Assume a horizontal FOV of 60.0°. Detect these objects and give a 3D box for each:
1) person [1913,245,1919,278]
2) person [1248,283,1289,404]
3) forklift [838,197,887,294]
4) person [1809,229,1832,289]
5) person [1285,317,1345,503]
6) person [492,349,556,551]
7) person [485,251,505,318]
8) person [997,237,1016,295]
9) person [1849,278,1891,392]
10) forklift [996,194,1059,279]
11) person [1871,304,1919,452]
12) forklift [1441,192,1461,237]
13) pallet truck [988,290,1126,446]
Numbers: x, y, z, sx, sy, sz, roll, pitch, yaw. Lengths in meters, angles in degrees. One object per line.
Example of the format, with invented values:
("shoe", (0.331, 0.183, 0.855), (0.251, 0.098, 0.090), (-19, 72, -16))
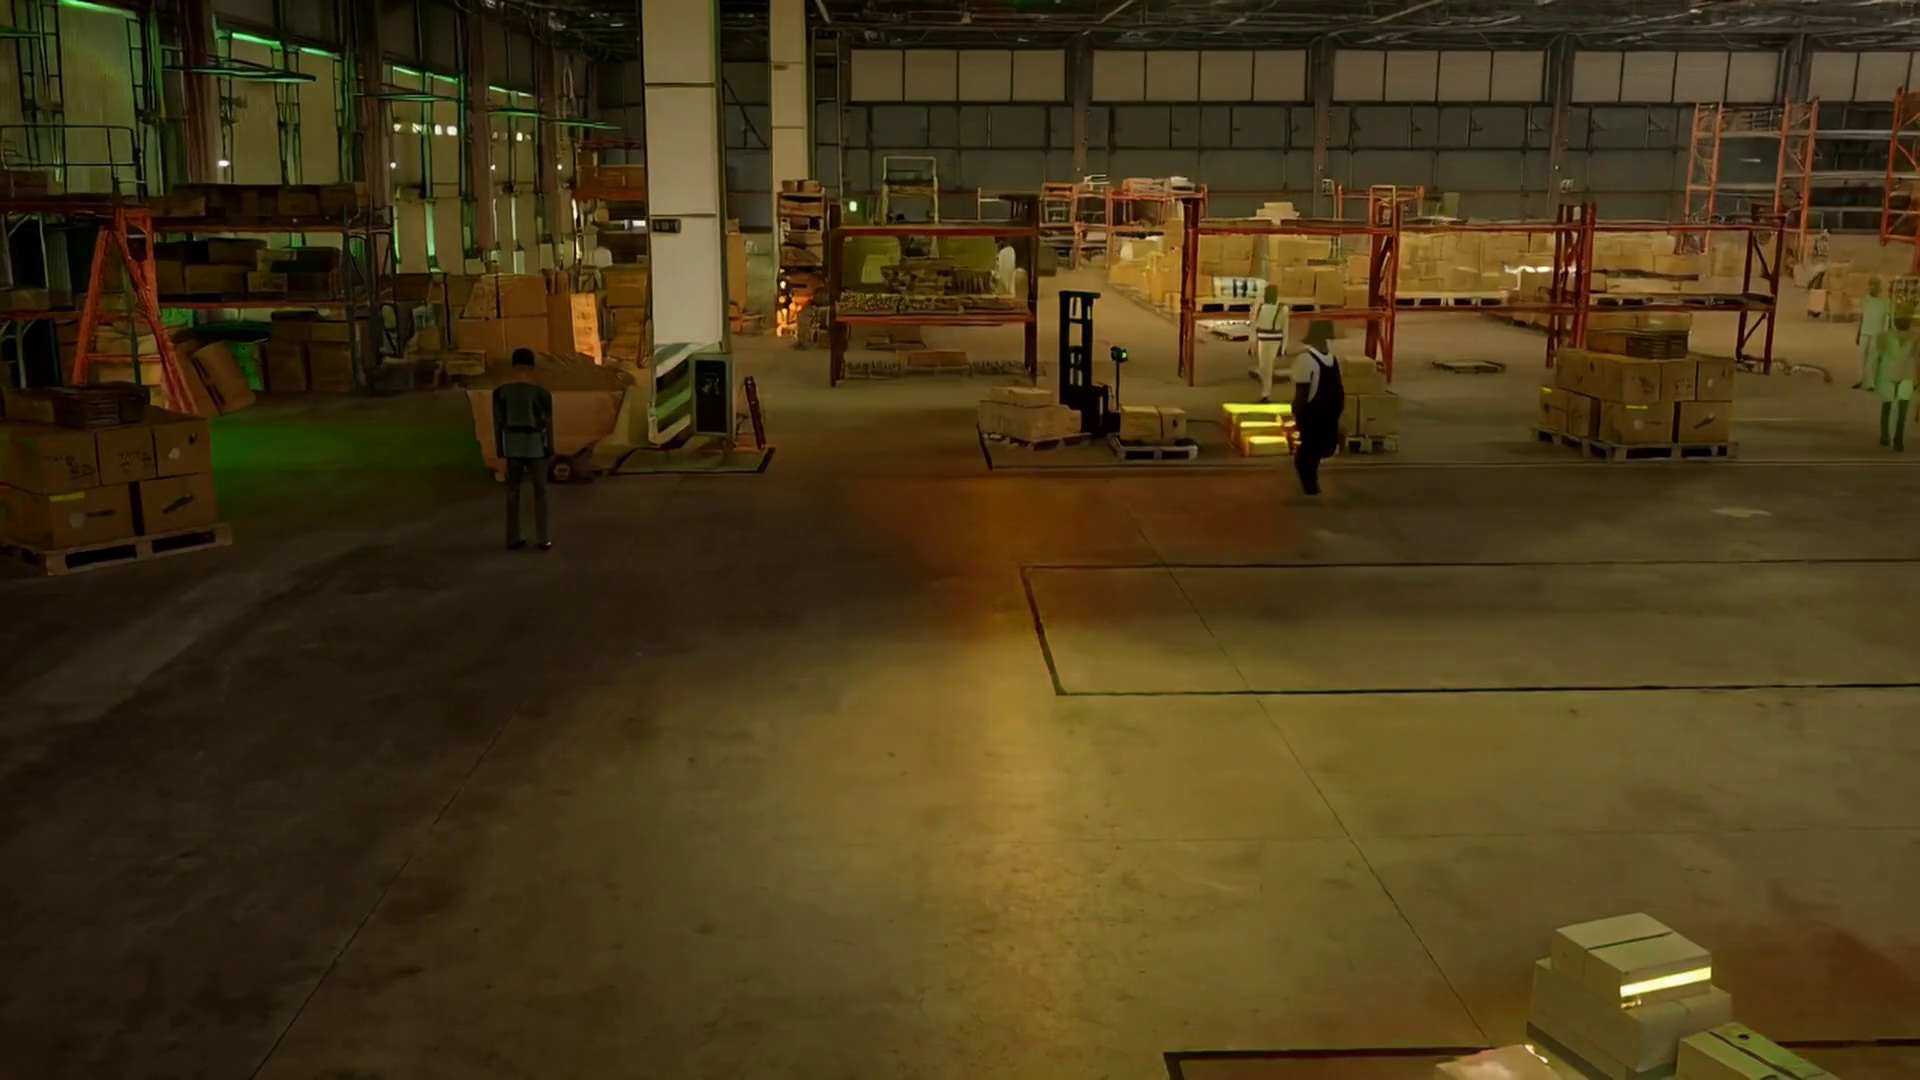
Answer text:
("person", (25.335, -7.096, 43.945), (0.569, 1.919, 0.642), (6, 14, 26))
("person", (4.716, -2.988, 25.495), (0.598, 1.879, 0.531), (10, 16, 37))
("forklift", (-3.165, -8.717, 49.077), (1.873, 2.768, 1.129), (-11, 17, -40))
("person", (25.005, -8.056, 48.279), (0.563, 1.918, 0.466), (-1, 13, -4))
("person", (3.863, -1.435, 18.111), (0.653, 2.000, 0.693), (10, 16, 39))
("person", (-4.109, -0.848, 15.753), (0.584, 1.918, 0.408), (1, 13, 6))
("person", (-11.459, -6.265, 40.861), (0.521, 1.631, 0.314), (10, 16, 38))
("person", (1.142, -6.673, 41.999), (0.379, 1.937, 0.629), (11, 17, 40))
("person", (14.904, -3.354, 27.201), (0.325, 1.860, 0.507), (-6, 14, -27))
("forklift", (2.299, -10.218, 55.856), (1.873, 2.768, 1.129), (-7, 14, -28))
("person", (12.094, -2.099, 21.467), (0.571, 1.878, 1.012), (6, 14, 24))
("forklift", (17.645, -11.130, 59.971), (1.873, 2.768, 1.129), (0, 12, -2))
("pallet truck", (1.257, -2.299, 22.111), (1.885, 1.965, 0.823), (-9, 15, -35))
